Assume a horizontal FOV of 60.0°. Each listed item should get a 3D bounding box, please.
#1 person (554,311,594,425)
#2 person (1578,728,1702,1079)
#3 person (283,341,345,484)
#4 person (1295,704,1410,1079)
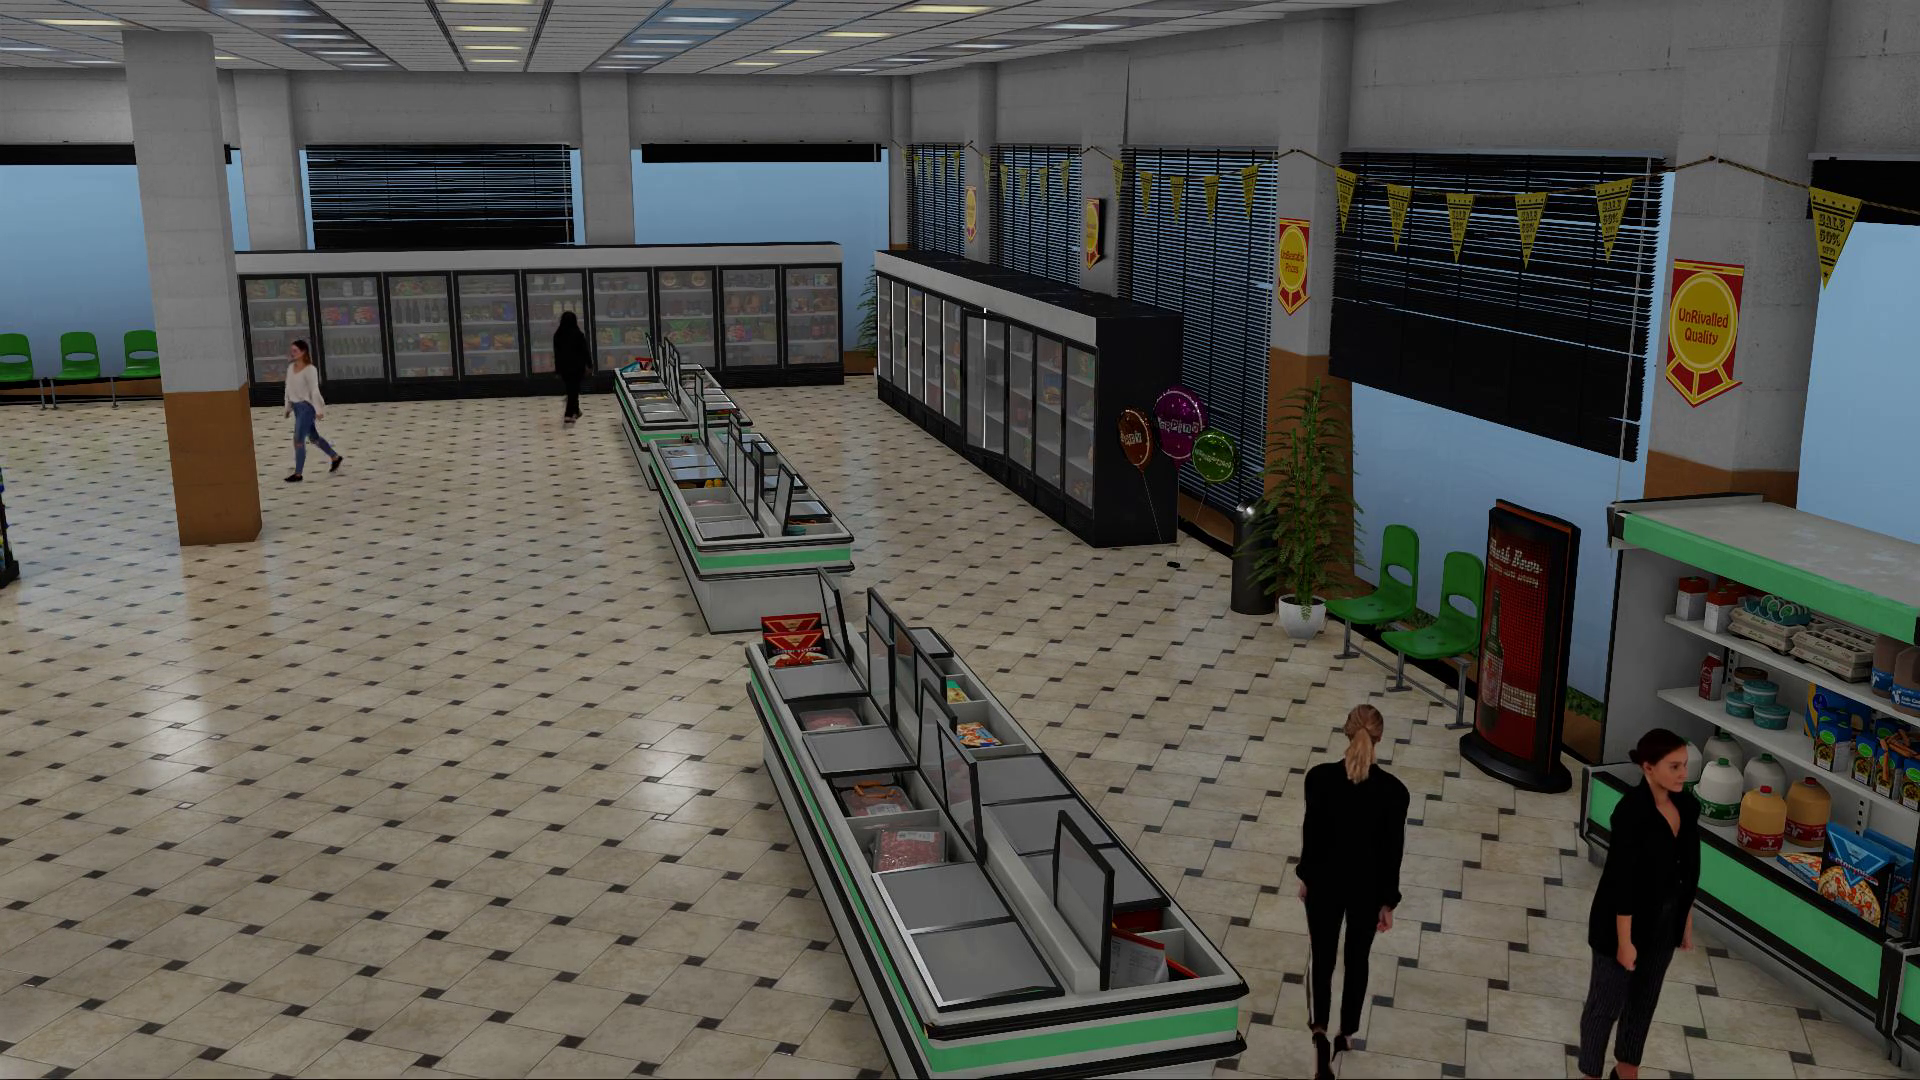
[{"bbox_3d":[-5.503,-2.396,23.518,0.953,1.579,1.172,2,14,10],"label":"person"},{"bbox_3d":[2.778,1.580,6.833,0.692,1.717,0.648,-8,16,-28],"label":"person"},{"bbox_3d":[-7.704,-1.519,19.738,1.109,1.656,1.128,9,16,33],"label":"person"},{"bbox_3d":[1.621,1.543,7.053,0.921,1.685,1.073,4,14,18],"label":"person"}]
